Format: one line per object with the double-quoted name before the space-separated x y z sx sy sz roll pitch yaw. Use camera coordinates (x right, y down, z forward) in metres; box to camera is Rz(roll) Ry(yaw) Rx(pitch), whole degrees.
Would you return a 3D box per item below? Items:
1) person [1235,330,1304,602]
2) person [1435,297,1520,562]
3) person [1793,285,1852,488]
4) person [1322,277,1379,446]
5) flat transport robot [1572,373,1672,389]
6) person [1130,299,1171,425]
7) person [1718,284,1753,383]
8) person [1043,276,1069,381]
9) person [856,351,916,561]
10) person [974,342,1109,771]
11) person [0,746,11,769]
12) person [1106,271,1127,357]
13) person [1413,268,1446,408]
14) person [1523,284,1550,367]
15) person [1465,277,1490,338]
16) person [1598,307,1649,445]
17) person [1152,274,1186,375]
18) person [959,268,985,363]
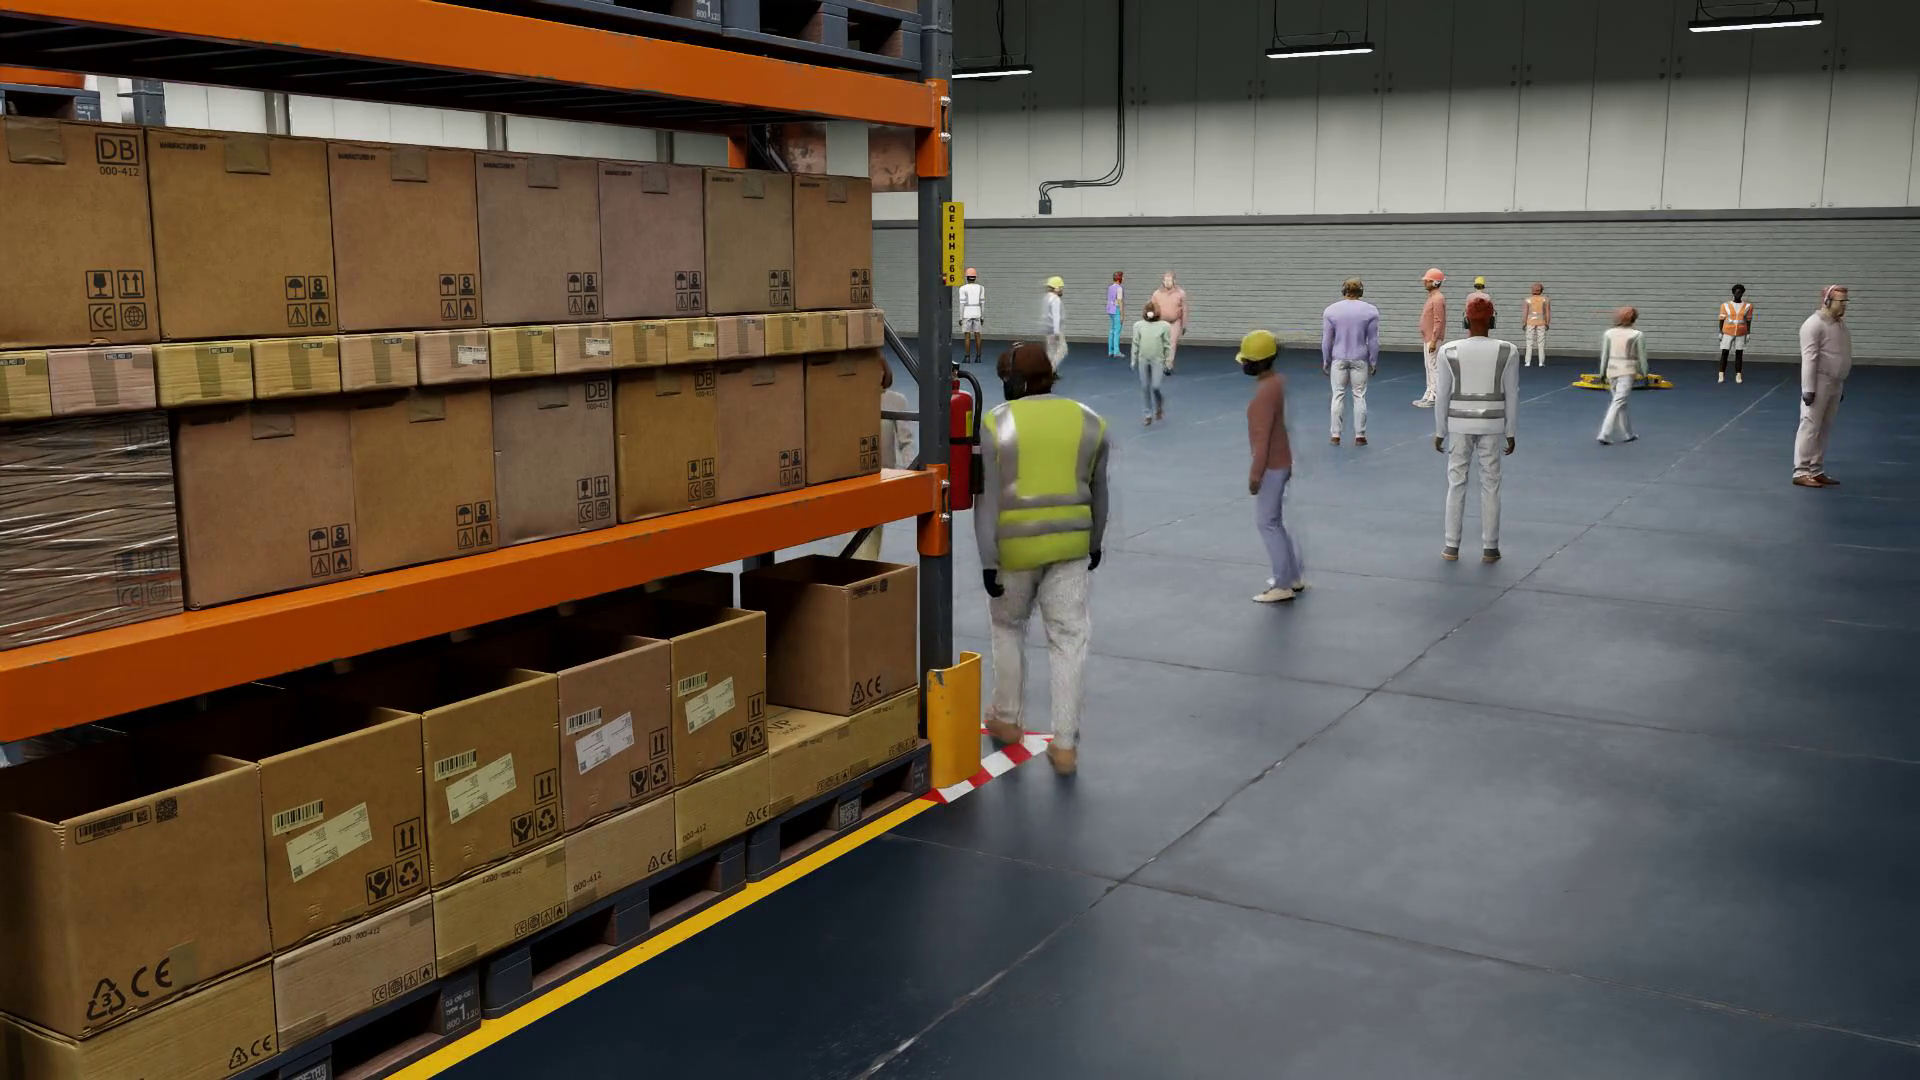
"person" 1.944 -0.462 10.464 0.448 1.722 0.596 3 10 15
"person" 3.681 -0.782 11.875 0.574 1.886 0.356 3 10 17
"person" 8.197 -1.453 15.745 0.652 1.904 0.402 -7 12 -37
"person" 4.488 -2.052 19.149 0.635 1.937 0.352 3 10 15
"flat transport robot" 10.895 -2.619 27.349 1.431 0.197 0.652 -3 10 -15
"person" 2.448 -2.285 21.442 0.510 1.618 0.358 4 10 20
"person" 13.280 -3.532 28.519 0.535 1.700 0.318 3 10 16
"person" 1.658 -3.663 28.924 0.427 1.817 0.623 -2 10 -13
"person" -0.518 -0.382 10.359 0.525 1.586 0.828 -3 10 -19
"person" 0.331 0.046 7.254 0.653 1.804 0.838 -2 10 -14
"person" -3.325 0.357 5.456 0.646 1.796 0.961 8 13 40
"person" 3.366 -4.854 35.831 0.385 1.844 0.584 -3 10 -19
"person" 6.794 -2.904 23.966 0.375 1.997 0.612 1 10 5
"person" 11.327 -4.215 32.695 0.512 1.638 0.312 3 10 19
"person" 10.216 -4.295 32.783 0.532 1.771 0.304 9 13 44
"person" 7.696 -1.903 19.297 0.875 1.592 0.536 -6 12 -33
"person" 3.833 -3.982 30.713 0.662 1.860 1.007 3 10 15
"person" 0.226 -4.556 33.815 0.551 1.936 0.357 -4 10 -22
